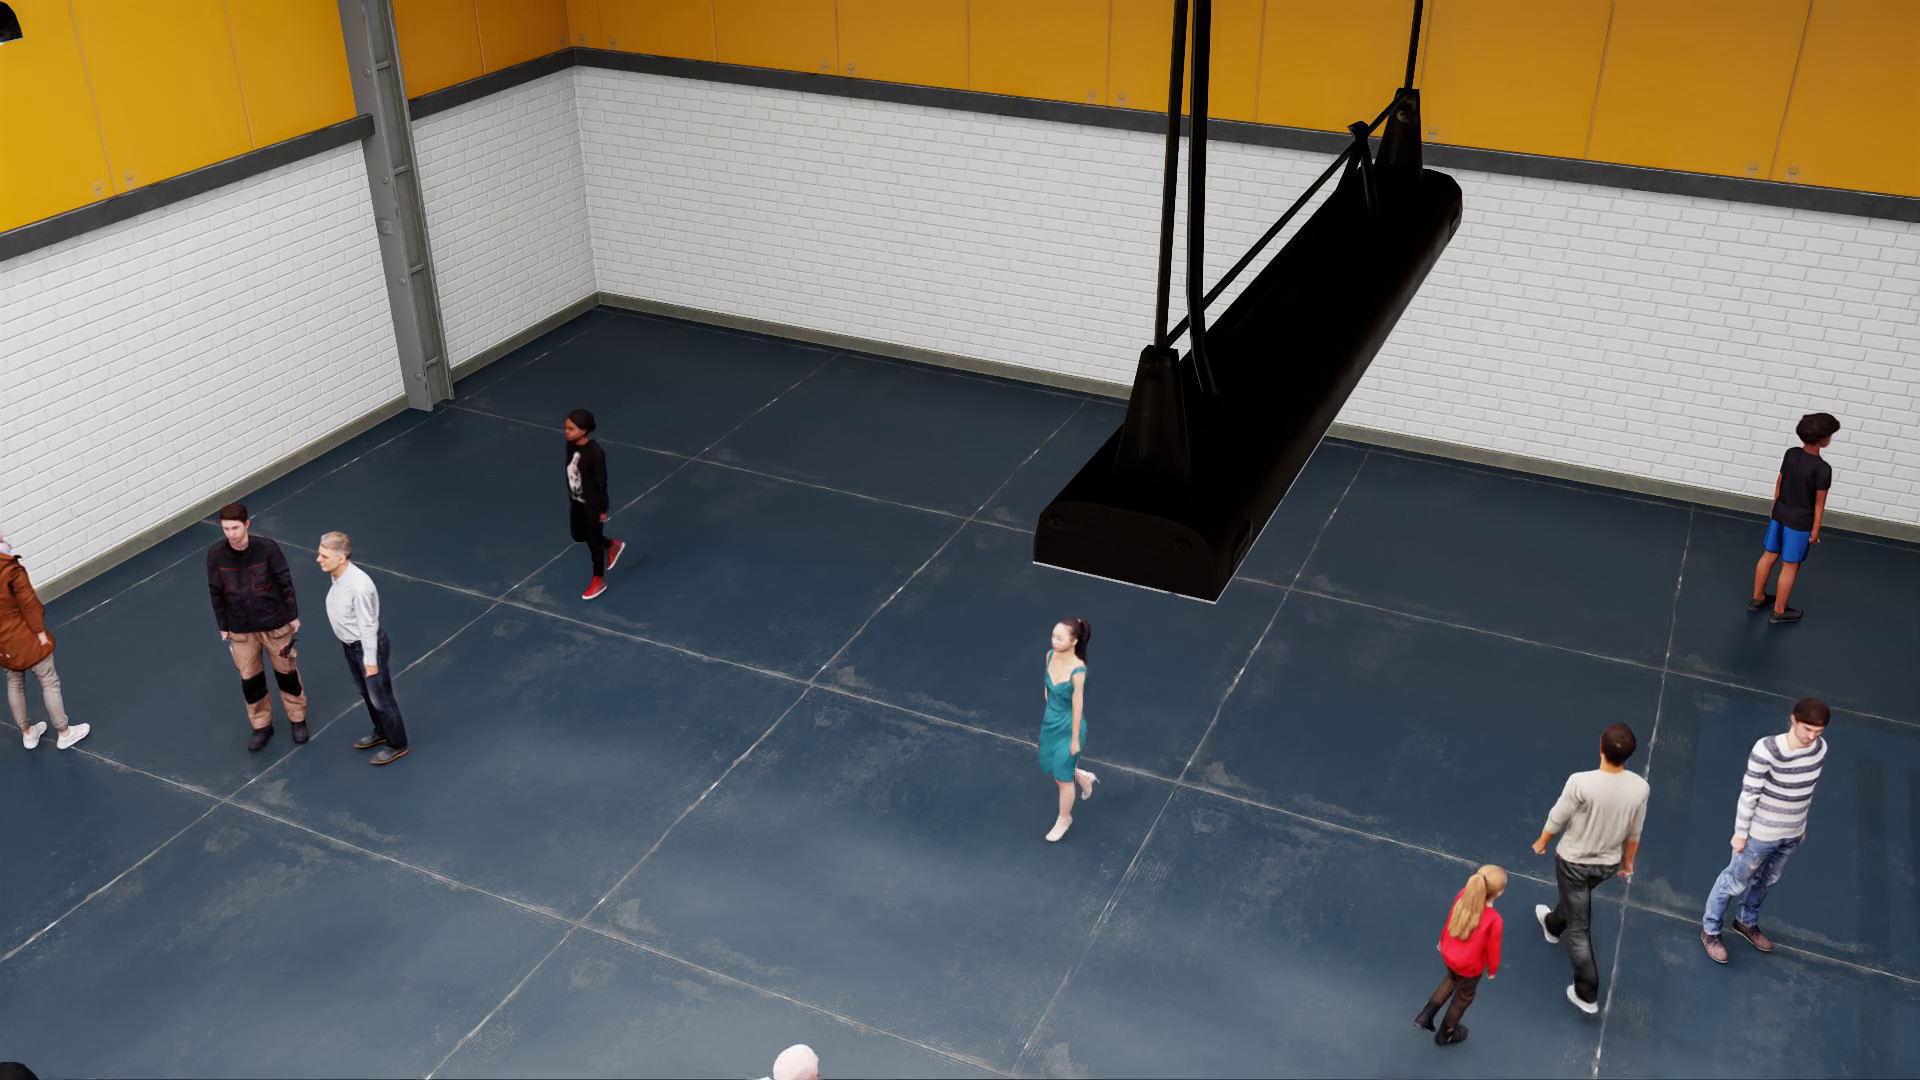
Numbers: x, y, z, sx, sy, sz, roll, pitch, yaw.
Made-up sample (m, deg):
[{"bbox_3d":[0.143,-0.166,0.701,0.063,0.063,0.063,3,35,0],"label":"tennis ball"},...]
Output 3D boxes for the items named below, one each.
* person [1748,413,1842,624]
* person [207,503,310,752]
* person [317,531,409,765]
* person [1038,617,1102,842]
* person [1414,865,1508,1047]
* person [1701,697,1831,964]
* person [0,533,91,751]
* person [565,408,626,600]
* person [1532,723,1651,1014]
[{"bbox_3d":[6.703,-0.187,13.370,0.744,1.794,0.695,-12,31,-20],"label":"person"},{"bbox_3d":[-4.967,0.597,11.796,0.786,1.924,0.826,-8,30,-14],"label":"person"},{"bbox_3d":[-4.176,0.731,11.661,0.689,1.818,0.711,-25,37,-38],"label":"person"},{"bbox_3d":[0.748,1.222,10.909,0.828,1.676,0.735,-19,34,-31],"label":"person"},{"bbox_3d":[2.774,2.351,9.264,0.705,1.270,0.645,-16,32,-26],"label":"person"},{"bbox_3d":[4.811,1.688,9.878,0.725,1.846,0.763,-8,30,-14],"label":"person"},{"bbox_3d":[-6.676,0.672,11.749,0.789,1.838,0.791,3,29,6],"label":"person"},{"bbox_3d":[-3.021,-0.339,13.789,0.667,1.660,0.853,18,33,29],"label":"person"},{"bbox_3d":[3.643,1.901,9.563,1.035,1.773,1.258,-2,29,-3],"label":"person"}]
